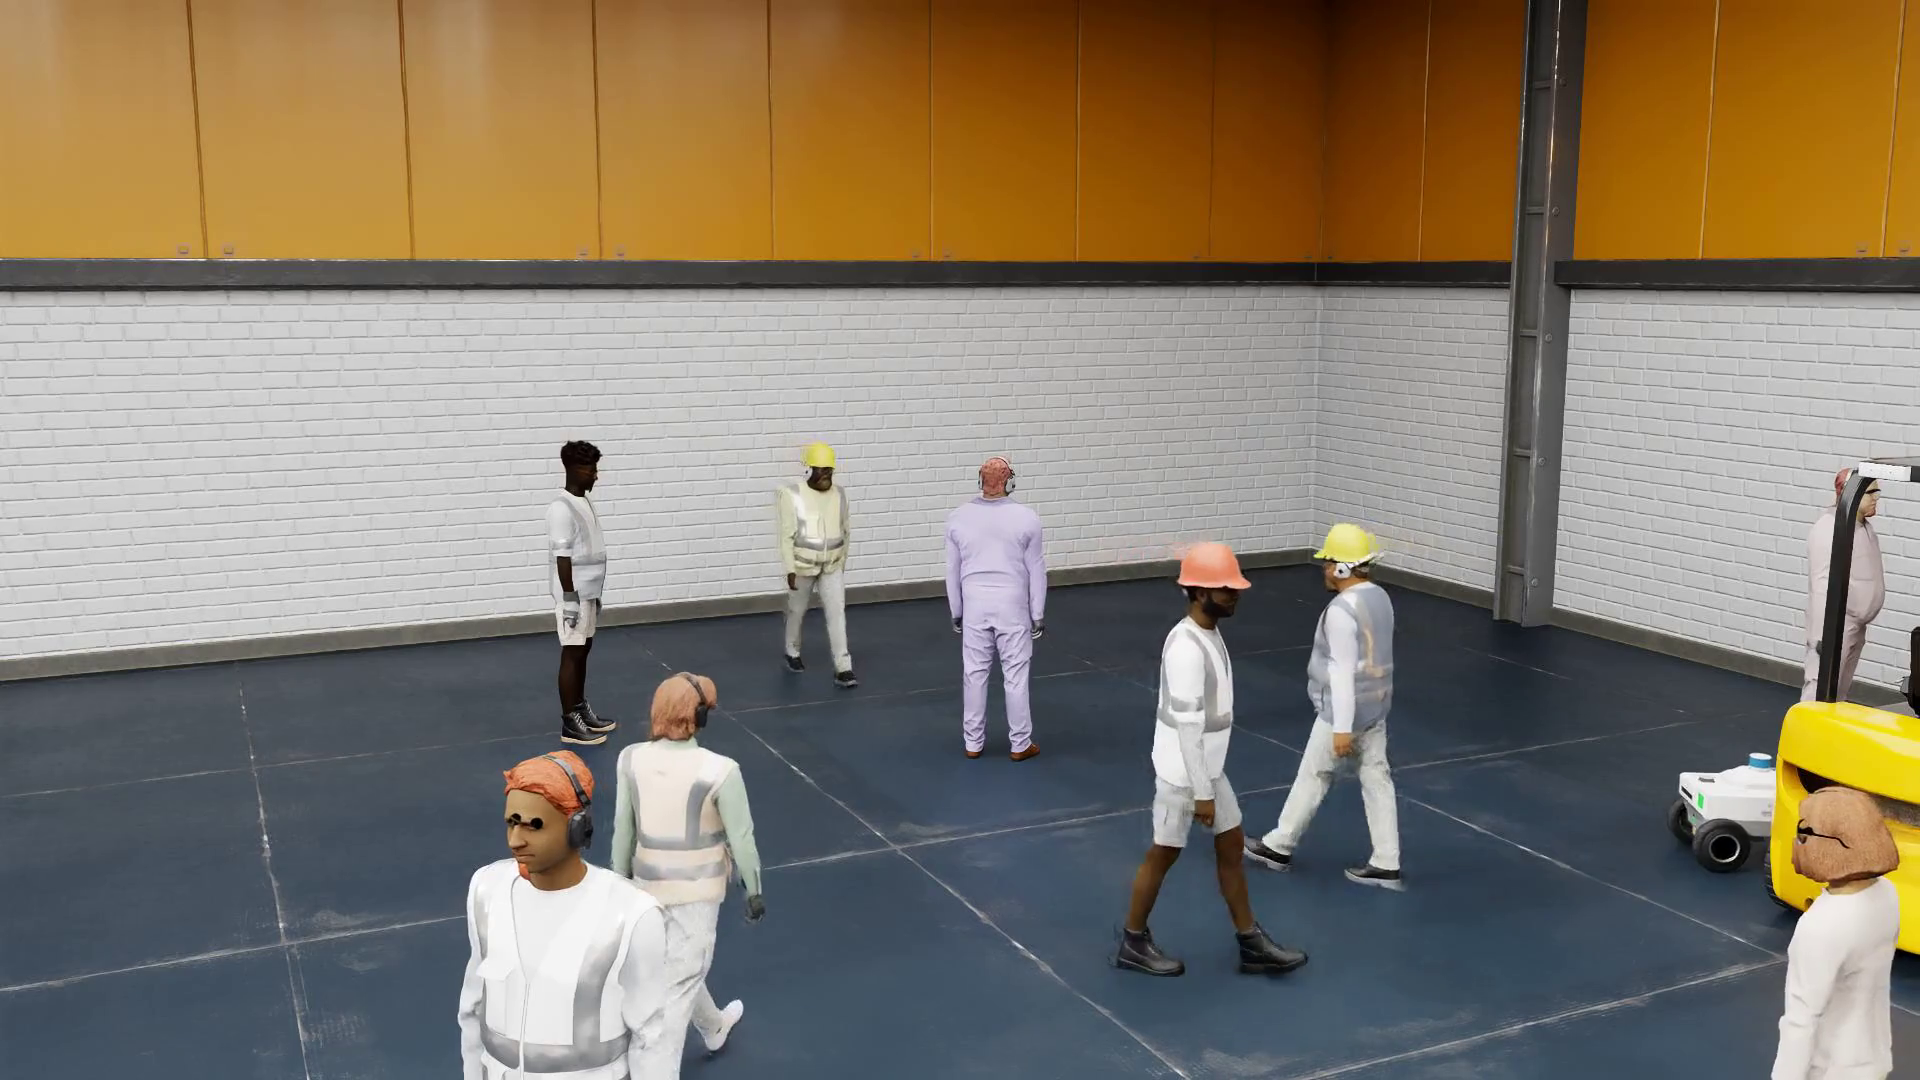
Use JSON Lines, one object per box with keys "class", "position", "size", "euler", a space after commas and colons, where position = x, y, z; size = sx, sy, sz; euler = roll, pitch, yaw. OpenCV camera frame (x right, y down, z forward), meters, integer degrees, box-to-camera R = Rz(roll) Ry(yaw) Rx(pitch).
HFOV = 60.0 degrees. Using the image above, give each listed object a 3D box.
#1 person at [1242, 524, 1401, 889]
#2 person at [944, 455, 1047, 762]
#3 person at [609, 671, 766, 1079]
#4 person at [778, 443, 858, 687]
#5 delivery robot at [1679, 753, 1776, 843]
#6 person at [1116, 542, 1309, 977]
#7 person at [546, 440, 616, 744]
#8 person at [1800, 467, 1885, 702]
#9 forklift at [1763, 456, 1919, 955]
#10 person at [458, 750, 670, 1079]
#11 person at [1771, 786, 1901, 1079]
{"class": "person", "position": [1.834, 0.809, 8.285], "size": [0.885, 1.794, 0.624], "euler": [7, 11, 37]}
{"class": "person", "position": [0.235, 0.428, 10.331], "size": [0.639, 1.908, 0.409], "euler": [3, 10, 15]}
{"class": "person", "position": [-0.977, 1.269, 6.082], "size": [0.549, 1.588, 0.882], "euler": [4, 10, 24]}
{"class": "person", "position": [-1.075, 0.167, 12.350], "size": [0.593, 1.787, 0.955], "euler": [-4, 10, -25]}
{"class": "delivery robot", "position": [4.102, 1.342, 8.550], "size": [0.707, 0.478, 0.477], "euler": [1, 9, 6]}
{"class": "person", "position": [1.083, 0.957, 7.034], "size": [0.912, 1.902, 0.564], "euler": [4, 10, 21]}
{"class": "person", "position": [-2.465, 0.328, 10.777], "size": [0.368, 1.963, 0.603], "euler": [0, 9, 1]}
{"class": "person", "position": [5.192, 0.517, 9.772], "size": [0.642, 1.910, 0.401], "euler": [-9, 13, -44]}
{"class": "forklift", "position": [4.857, 0.731, 7.561], "size": [2.313, 2.155, 1.214], "euler": [-4, 10, -25]}
{"class": "person", "position": [-0.988, 1.442, 4.115], "size": [0.575, 1.883, 0.355], "euler": [3, 10, 20]}
{"class": "person", "position": [2.413, 1.484, 4.639], "size": [0.503, 1.634, 0.297], "euler": [-7, 12, -37]}
